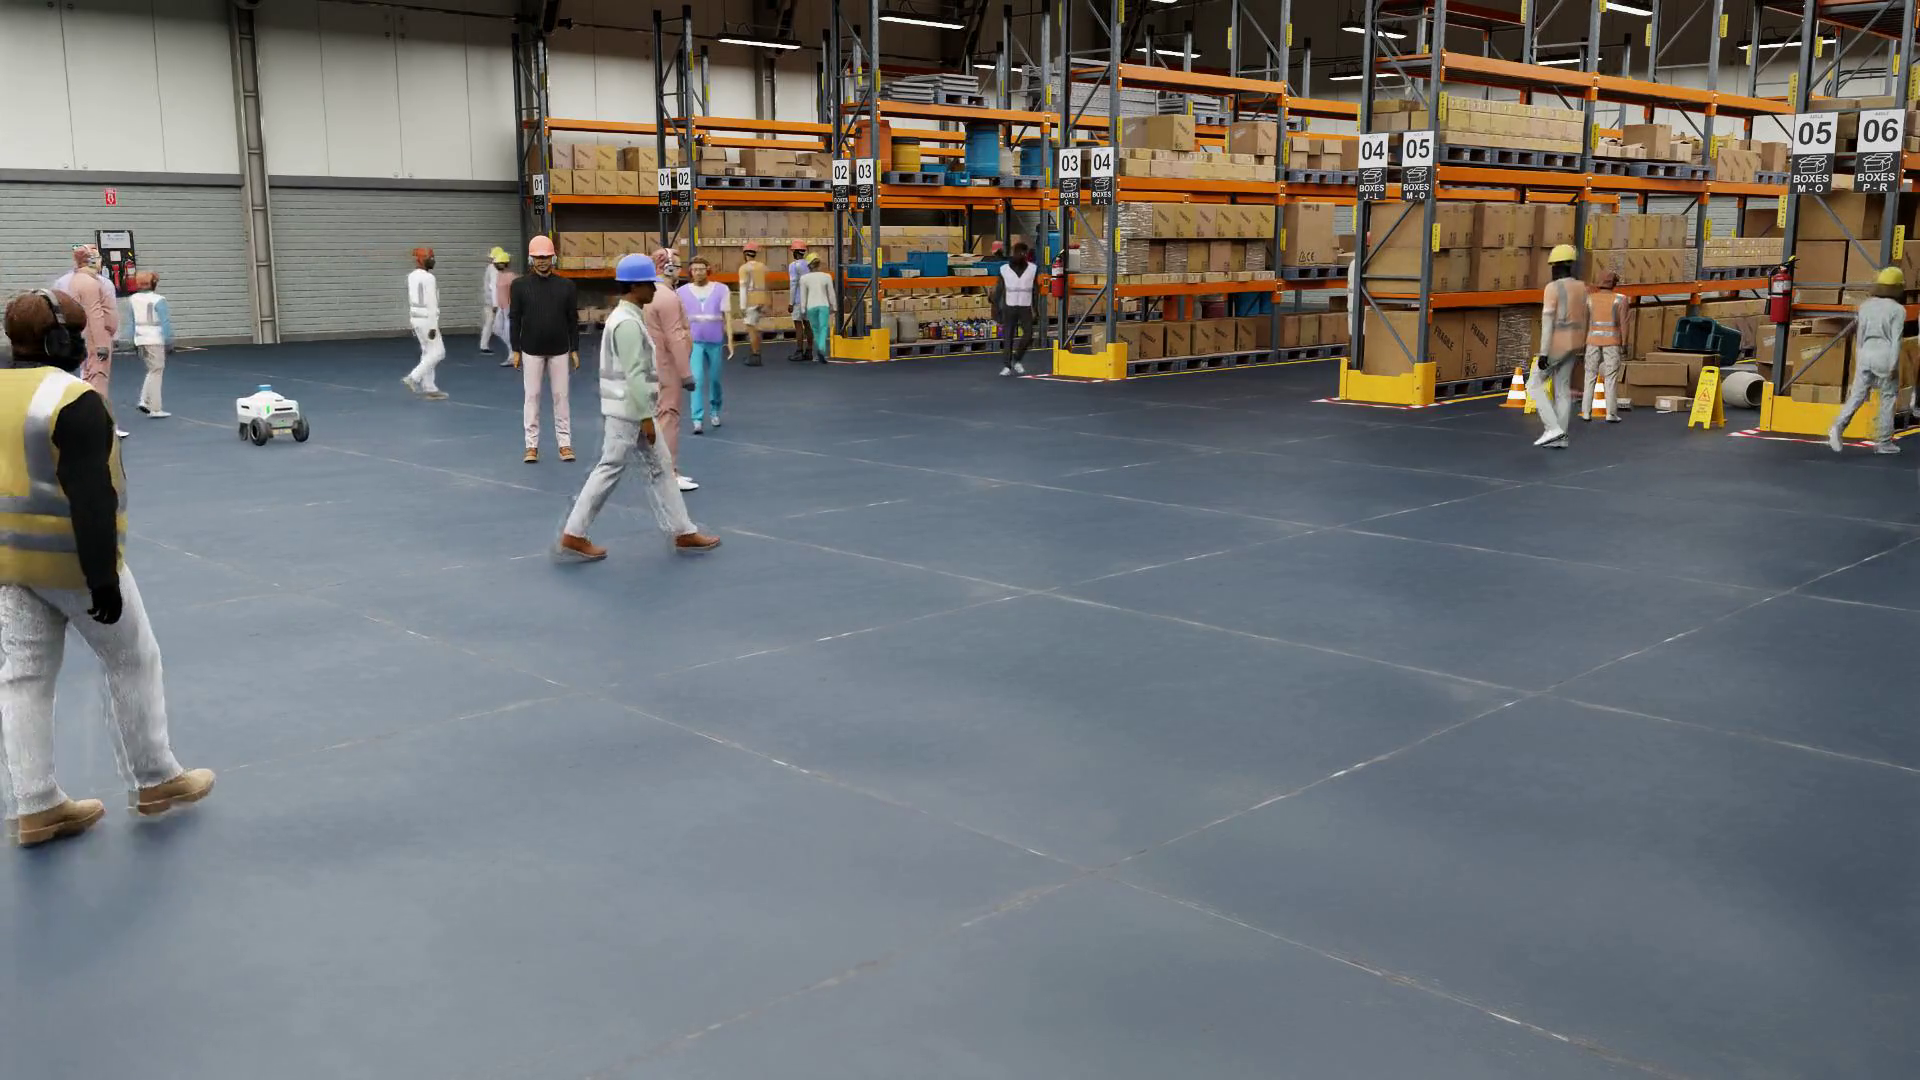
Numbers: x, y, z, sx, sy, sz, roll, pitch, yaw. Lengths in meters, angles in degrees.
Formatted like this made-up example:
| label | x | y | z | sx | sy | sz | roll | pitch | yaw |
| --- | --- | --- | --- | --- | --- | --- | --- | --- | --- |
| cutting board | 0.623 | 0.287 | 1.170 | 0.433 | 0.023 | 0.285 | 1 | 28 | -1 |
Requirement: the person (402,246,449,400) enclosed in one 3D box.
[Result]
| label | x | y | z | sx | sy | sz | roll | pitch | yaw |
| --- | --- | --- | --- | --- | --- | --- | --- | --- | --- |
| person | -6.546 | -2.630 | 20.244 | 0.538 | 1.872 | 0.585 | -10 | 14 | -43 |

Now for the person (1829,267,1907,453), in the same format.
| label | x | y | z | sx | sy | sz | roll | pitch | yaw |
| --- | --- | --- | --- | --- | --- | --- | --- | --- | --- |
| person | 8.373 | -1.642 | 15.253 | 0.757 | 1.719 | 0.487 | -6 | 12 | -28 |

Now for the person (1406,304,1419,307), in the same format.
| label | x | y | z | sx | sy | sz | roll | pitch | yaw |
| --- | --- | --- | --- | --- | --- | --- | --- | --- | --- |
| person | 7.380 | -3.667 | 26.517 | 0.524 | 1.639 | 0.308 | 5 | 12 | 27 |

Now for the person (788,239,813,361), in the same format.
| label | x | y | z | sx | sy | sz | roll | pitch | yaw |
| --- | --- | --- | --- | --- | --- | --- | --- | --- | --- |
| person | -2.576 | -3.861 | 26.763 | 0.356 | 1.938 | 0.545 | 7 | 13 | 34 |

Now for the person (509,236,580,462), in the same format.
| label | x | y | z | sx | sy | sz | roll | pitch | yaw |
| --- | --- | --- | --- | --- | --- | --- | --- | --- | --- |
| person | -3.697 | -1.702 | 14.836 | 0.612 | 1.995 | 0.376 | -4 | 11 | -19 |

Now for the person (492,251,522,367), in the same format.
| label | x | y | z | sx | sy | sz | roll | pitch | yaw |
| --- | --- | --- | --- | --- | --- | --- | --- | --- | --- |
| person | -6.982 | -3.543 | 25.515 | 0.367 | 1.751 | 0.555 | -8 | 13 | -36 |

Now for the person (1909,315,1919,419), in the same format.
| label | x | y | z | sx | sy | sz | roll | pitch | yaw |
| --- | --- | --- | --- | --- | --- | --- | --- | --- | --- |
| person | 7.075 | -1.057 | 11.819 | 0.537 | 1.815 | 0.993 | 8 | 13 | 37 |

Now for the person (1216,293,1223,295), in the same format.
| label | x | y | z | sx | sy | sz | roll | pitch | yaw |
| --- | --- | --- | --- | --- | --- | --- | --- | --- | --- |
| person | 6.243 | -6.322 | 40.057 | 0.618 | 1.998 | 1.057 | 10 | 14 | 43 |

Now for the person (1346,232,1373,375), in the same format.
| label | x | y | z | sx | sy | sz | roll | pitch | yaw |
| --- | --- | --- | --- | --- | --- | --- | --- | --- | --- |
| person | 5.381 | -3.083 | 22.233 | 0.390 | 2.045 | 0.607 | -2 | 11 | -8 |

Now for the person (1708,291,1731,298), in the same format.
| label | x | y | z | sx | sy | sz | roll | pitch | yaw |
| --- | --- | --- | --- | --- | --- | --- | --- | --- | --- |
| person | 14.886 | -4.899 | 32.558 | 1.003 | 1.882 | 0.651 | -6 | 12 | -28 |

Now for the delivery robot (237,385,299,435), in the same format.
| label | x | y | z | sx | sy | sz | roll | pitch | yaw |
| --- | --- | --- | --- | --- | --- | --- | --- | --- | --- |
| delivery robot | -6.790 | -1.277 | 16.307 | 0.707 | 0.478 | 0.477 | 10 | 14 | 42 |

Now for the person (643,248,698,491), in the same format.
| label | x | y | z | sx | sy | sz | roll | pitch | yaw |
| --- | --- | --- | --- | --- | --- | --- | --- | --- | --- |
| person | -2.304 | -1.344 | 13.150 | 0.406 | 1.904 | 0.663 | -4 | 11 | -23 |

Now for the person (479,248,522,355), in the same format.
| label | x | y | z | sx | sy | sz | roll | pitch | yaw |
| --- | --- | --- | --- | --- | --- | --- | --- | --- | --- |
| person | -7.693 | -4.007 | 27.955 | 0.919 | 1.780 | 0.607 | -5 | 12 | -26 |

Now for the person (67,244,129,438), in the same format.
| label | x | y | z | sx | sy | sz | roll | pitch | yaw |
| --- | --- | --- | --- | --- | --- | --- | --- | --- | --- |
| person | -8.583 | -1.973 | 16.539 | 0.409 | 1.913 | 0.651 | -8 | 13 | -39 |

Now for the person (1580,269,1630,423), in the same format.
| label | x | y | z | sx | sy | sz | roll | pitch | yaw |
| --- | --- | --- | --- | --- | --- | --- | --- | --- | --- |
| person | 6.928 | -2.086 | 17.906 | 0.514 | 1.638 | 0.310 | 8 | 13 | 37 |

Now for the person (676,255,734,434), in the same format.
| label | x | y | z | sx | sy | sz | roll | pitch | yaw |
| --- | --- | --- | --- | --- | --- | --- | --- | --- | --- |
| person | -2.643 | -2.046 | 17.233 | 0.582 | 1.810 | 0.920 | -2 | 11 | -9 |

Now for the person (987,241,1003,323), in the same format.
| label | x | y | z | sx | sy | sz | roll | pitch | yaw |
| --- | --- | --- | --- | --- | --- | --- | --- | --- | --- |
| person | 0.799 | -4.653 | 31.198 | 0.560 | 1.890 | 0.561 | 3 | 11 | 15 |

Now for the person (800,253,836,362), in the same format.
| label | x | y | z | sx | sy | sz | roll | pitch | yaw |
| --- | --- | --- | --- | --- | --- | --- | --- | --- | --- |
| person | -2.258 | -3.693 | 26.425 | 0.554 | 1.727 | 0.774 | 0 | 10 | 0 |

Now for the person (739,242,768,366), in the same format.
| label | x | y | z | sx | sy | sz | roll | pitch | yaw |
| --- | --- | --- | --- | --- | --- | --- | --- | --- | --- |
| person | -3.231 | -3.667 | 25.821 | 0.623 | 1.893 | 0.575 | 9 | 13 | 39 |

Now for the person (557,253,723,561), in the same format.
| label | x | y | z | sx | sy | sz | roll | pitch | yaw |
| --- | --- | --- | --- | --- | --- | --- | --- | --- | --- |
| person | -2.051 | -0.817 | 10.297 | 1.013 | 1.898 | 0.638 | -1 | 10 | -7 |

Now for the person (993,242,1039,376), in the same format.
| label | x | y | z | sx | sy | sz | roll | pitch | yaw |
| --- | --- | --- | --- | --- | --- | --- | --- | --- | --- |
| person | 0.801 | -3.320 | 23.911 | 0.703 | 1.897 | 0.468 | -2 | 11 | -8 |

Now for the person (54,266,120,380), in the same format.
| label | x | y | z | sx | sy | sz | roll | pitch | yaw |
| --- | --- | --- | --- | --- | --- | --- | --- | --- | --- |
| person | -9.806 | -2.311 | 18.606 | 0.681 | 1.843 | 0.993 | 0 | 10 | -2 |

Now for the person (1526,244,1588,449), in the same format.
| label | x | y | z | sx | sy | sz | roll | pitch | yaw |
| --- | --- | --- | --- | --- | --- | --- | --- | --- | --- |
| person | 5.603 | -1.803 | 15.598 | 0.627 | 1.911 | 0.420 | -7 | 13 | -34 |

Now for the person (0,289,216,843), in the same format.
| label | x | y | z | sx | sy | sz | roll | pitch | yaw |
| --- | --- | --- | --- | --- | --- | --- | --- | --- | --- |
| person | -2.937 | 0.069 | 5.645 | 0.654 | 1.819 | 0.756 | 5 | 11 | 24 |

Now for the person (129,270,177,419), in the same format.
| label | x | y | z | sx | sy | sz | roll | pitch | yaw |
| --- | --- | --- | --- | --- | --- | --- | --- | --- | --- |
| person | -8.889 | -2.154 | 18.318 | 0.505 | 1.625 | 0.372 | 5 | 12 | 25 |
